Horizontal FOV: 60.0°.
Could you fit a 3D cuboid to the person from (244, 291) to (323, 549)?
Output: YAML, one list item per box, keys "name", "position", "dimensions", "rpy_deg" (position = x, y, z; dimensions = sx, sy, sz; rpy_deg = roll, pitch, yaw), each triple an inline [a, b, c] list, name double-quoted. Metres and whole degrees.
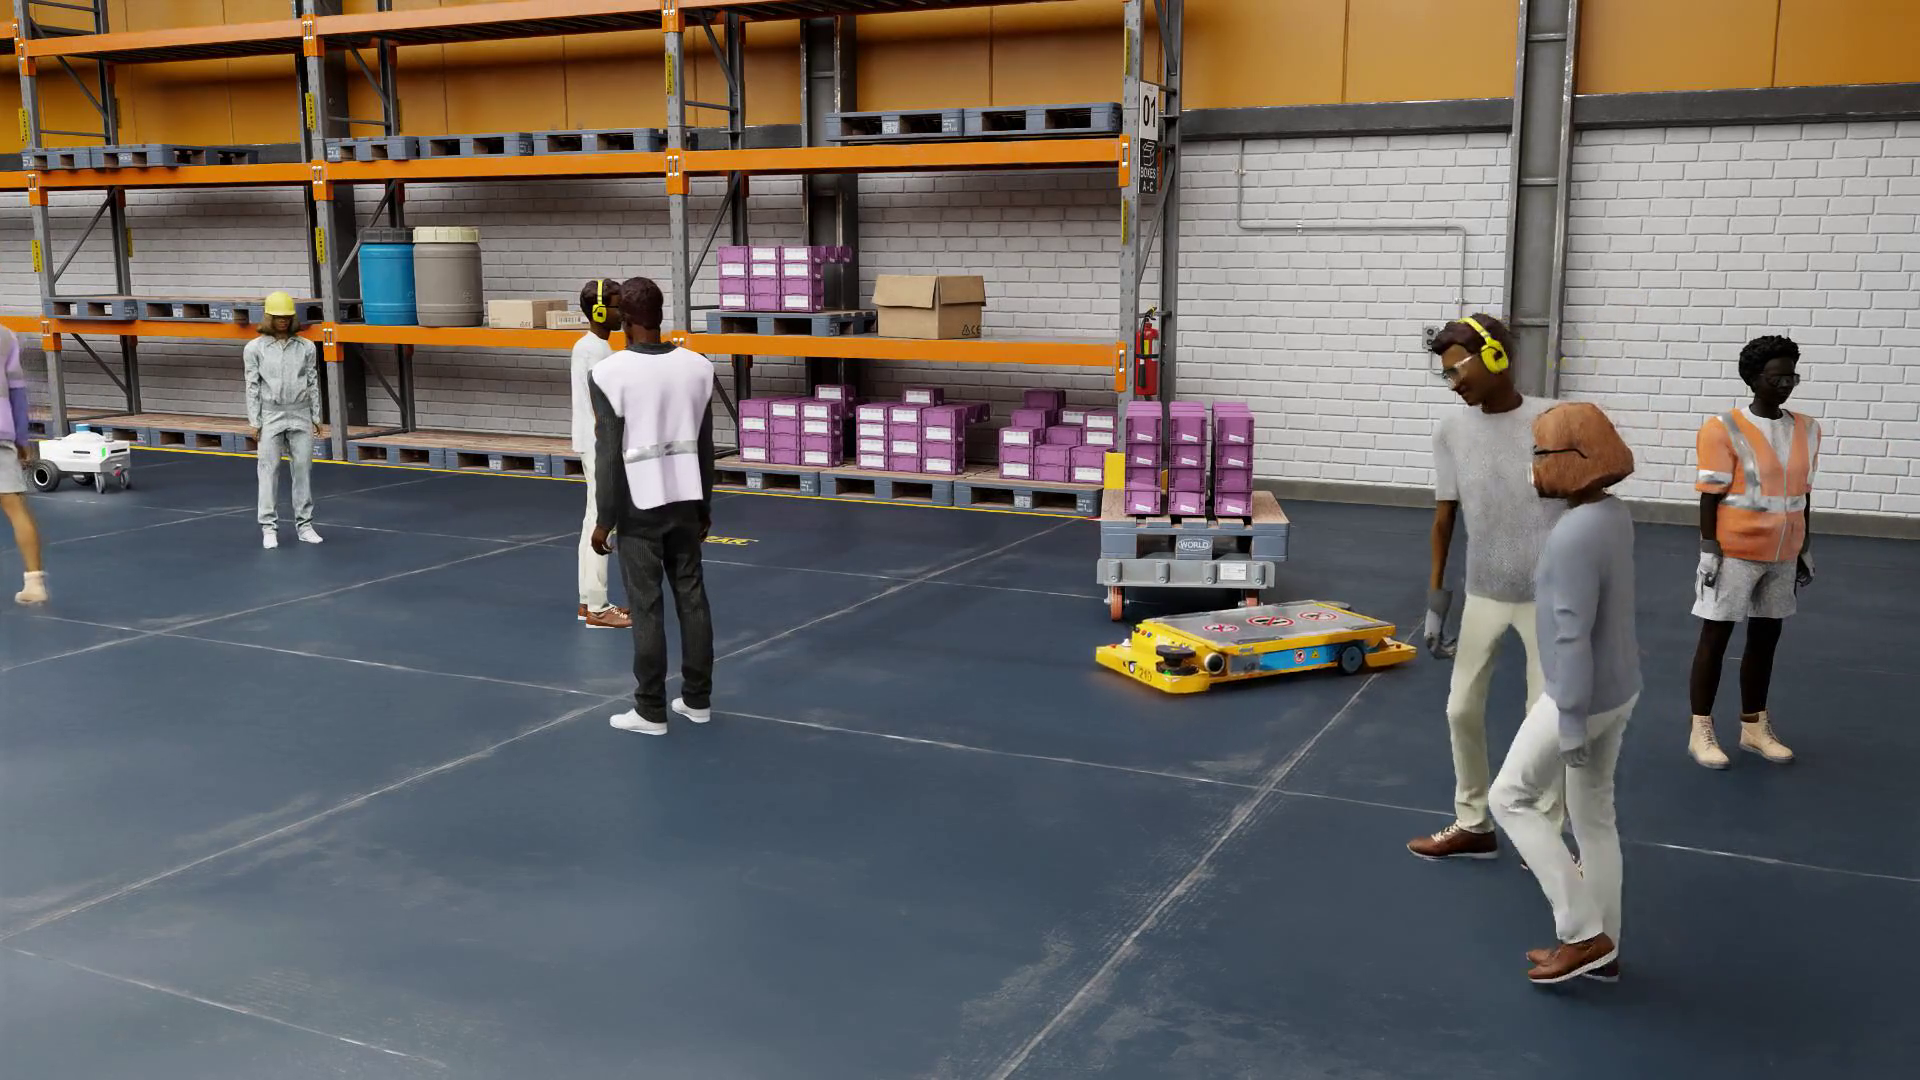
- name: "person"
  position: [-4.596, -0.818, 11.349]
  dimensions: [0.492, 1.740, 0.325]
  rpy_deg: [-8, 13, -40]

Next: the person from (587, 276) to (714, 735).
- name: "person"
  position: [-1.271, -0.136, 6.960]
  dimensions: [0.590, 1.912, 0.398]
  rpy_deg: [-10, 14, -44]

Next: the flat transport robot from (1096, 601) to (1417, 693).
- name: "flat transport robot"
  position: [1.437, 0.496, 8.036]
  dimensions: [1.431, 0.197, 0.652]
  rpy_deg: [-5, 11, -26]

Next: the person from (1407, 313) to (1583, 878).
- name: "person"
  position: [1.806, 0.211, 5.277]
  dimensions: [0.667, 1.818, 0.333]
  rpy_deg: [6, 11, 30]

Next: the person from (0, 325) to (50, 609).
- name: "person"
  position: [-5.635, -0.604, 9.500]
  dimensions: [1.113, 1.964, 0.619]
  rpy_deg: [7, 12, 33]

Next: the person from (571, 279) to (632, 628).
- name: "person"
  position: [-1.925, -0.460, 8.955]
  dimensions: [0.309, 1.863, 0.535]
  rpy_deg: [-4, 11, -20]

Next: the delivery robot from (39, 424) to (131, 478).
- name: "delivery robot"
  position: [-7.356, -0.732, 13.987]
  dimensions: [0.707, 0.478, 0.477]
  rpy_deg: [3, 10, 16]

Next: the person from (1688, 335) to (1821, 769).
- name: "person"
  position: [3.111, 0.049, 6.519]
  dimensions: [0.535, 1.697, 0.318]
  rpy_deg: [-3, 10, -14]

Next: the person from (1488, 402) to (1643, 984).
- name: "person"
  position: [1.670, 0.435, 4.532]
  dimensions: [0.376, 1.620, 0.519]
  rpy_deg: [8, 13, 39]
